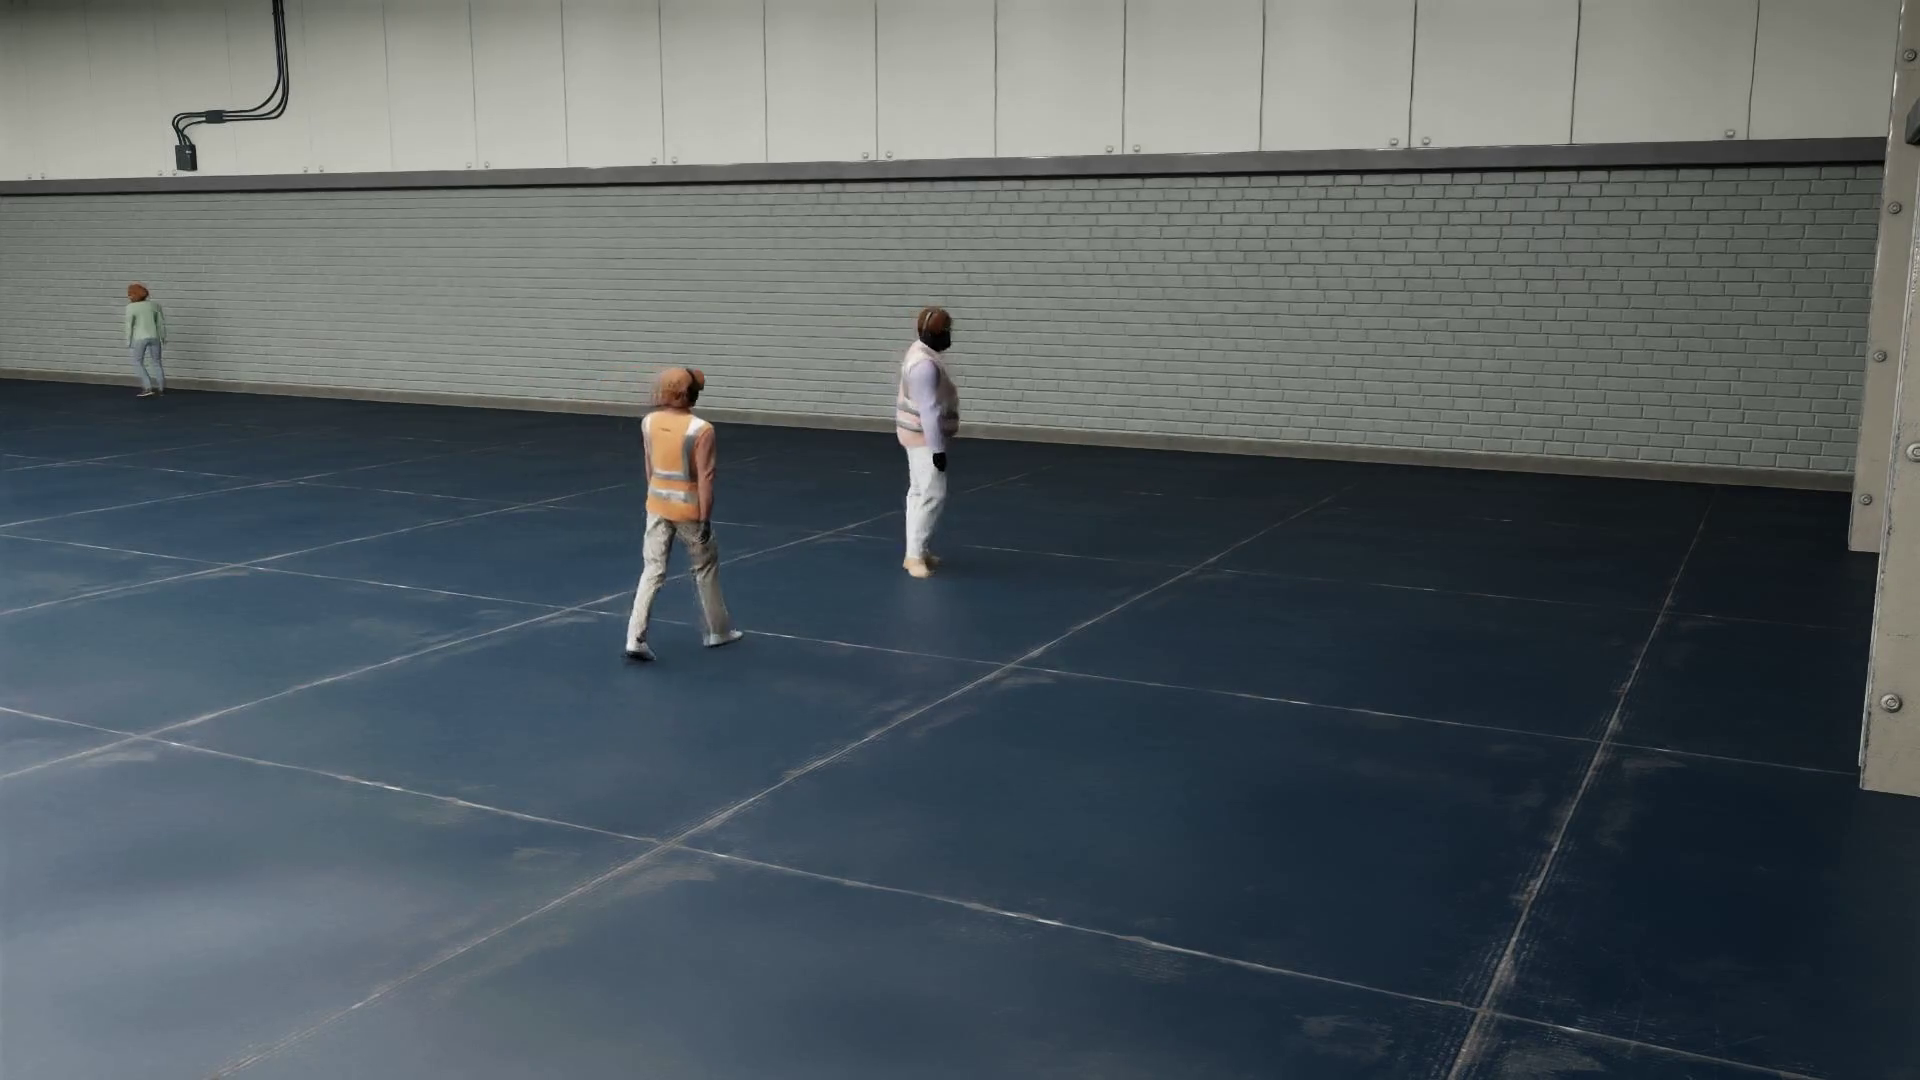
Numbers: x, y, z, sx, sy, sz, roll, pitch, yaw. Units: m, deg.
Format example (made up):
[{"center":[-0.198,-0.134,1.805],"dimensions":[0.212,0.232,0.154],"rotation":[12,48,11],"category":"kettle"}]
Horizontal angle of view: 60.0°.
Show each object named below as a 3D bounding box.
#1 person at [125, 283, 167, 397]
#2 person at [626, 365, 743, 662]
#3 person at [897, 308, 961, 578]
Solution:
[{"center":[-11.624,-2.850,23.774],"dimensions":[0.322,1.623,0.564],"rotation":[8,13,36],"category":"person"},{"center":[-1.545,-0.146,9.043],"dimensions":[0.519,1.602,0.842],"rotation":[5,12,26],"category":"person"},{"center":[-0.210,-0.657,11.280],"dimensions":[0.433,1.816,0.682],"rotation":[0,10,-1],"category":"person"}]
